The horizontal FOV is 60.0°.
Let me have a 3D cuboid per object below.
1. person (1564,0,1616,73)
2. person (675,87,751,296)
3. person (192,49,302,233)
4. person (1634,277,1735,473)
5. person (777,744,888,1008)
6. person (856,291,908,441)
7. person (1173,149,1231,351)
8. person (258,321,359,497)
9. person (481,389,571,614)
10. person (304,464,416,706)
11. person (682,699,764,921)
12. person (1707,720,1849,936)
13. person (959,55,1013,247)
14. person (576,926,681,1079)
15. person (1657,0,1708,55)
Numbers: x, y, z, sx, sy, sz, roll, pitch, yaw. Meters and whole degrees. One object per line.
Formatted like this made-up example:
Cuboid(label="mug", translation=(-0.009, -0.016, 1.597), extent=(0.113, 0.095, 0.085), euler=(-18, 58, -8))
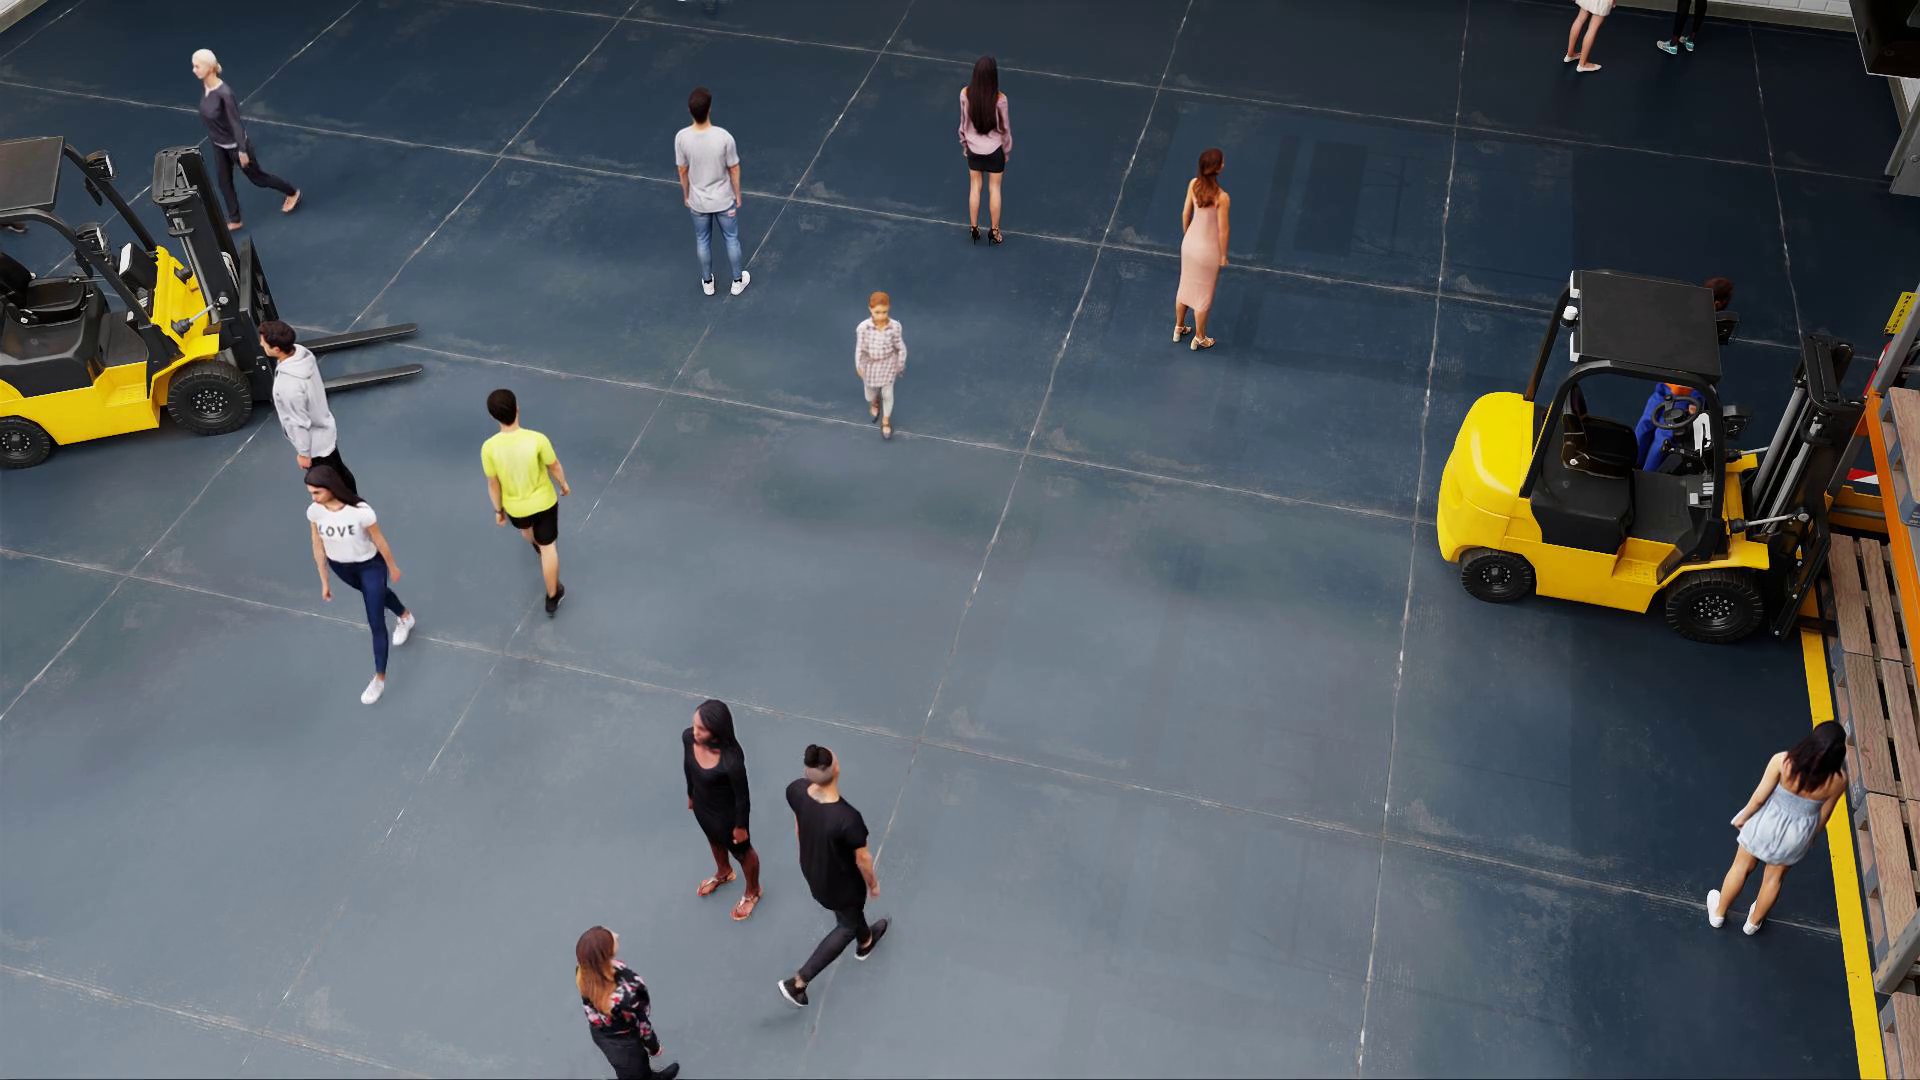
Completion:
Cuboid(label="person", translation=(6.536, -5.648, 16.976), extent=(0.706, 1.711, 0.617), euler=(-14, 45, -14))
Cuboid(label="person", translation=(-2.091, -2.912, 13.975), extent=(0.721, 1.889, 0.646), euler=(1, 44, 1))
Cuboid(label="person", translation=(-6.415, -3.578, 14.814), extent=(0.902, 1.696, 1.146), euler=(29, 51, 27))
Cuboid(label="person", translation=(5.247, -1.134, 12.127), extent=(0.826, 1.863, 0.684), euler=(-5, 44, -5))
Cuboid(label="person", translation=(-0.734, 1.825, 9.042), extent=(1.208, 1.834, 1.049), euler=(-30, 51, -28))
Cuboid(label="person", translation=(-0.617, -1.398, 12.808), extent=(0.636, 1.306, 0.689), euler=(-2, 44, -2))
Cuboid(label="person", translation=(1.948, -2.343, 13.419), extent=(0.675, 1.832, 0.667), euler=(-33, 53, -30))
Cuboid(label="person", translation=(-4.526, -0.749, 11.675), extent=(0.832, 1.930, 0.692), euler=(-7, 44, -8))
Cuboid(label="person", translation=(-2.931, -0.221, 11.322), extent=(0.979, 1.651, 1.211), euler=(-6, 44, -6))
Cuboid(label="person", translation=(-3.898, 0.127, 10.904), extent=(0.700, 1.725, 1.139), euler=(5, 44, 5))
Cuboid(label="person", translation=(-1.357, 1.517, 9.448), extent=(0.680, 1.721, 0.647), euler=(29, 51, 27))
Cuboid(label="person", translation=(4.599, 1.617, 9.344), extent=(0.603, 1.719, 0.550), euler=(15, 46, 15))
Cuboid(label="person", translation=(0.224, -3.384, 14.526), extent=(0.620, 1.812, 0.533), euler=(13, 45, 13))
Cuboid(label="person", translation=(-1.774, 2.550, 8.406), extent=(0.884, 1.663, 1.077), euler=(31, 52, 29))
Cuboid(label="person", translation=(7.662, -5.915, 17.184), extent=(0.675, 1.811, 0.678), euler=(-10, 45, -11))
